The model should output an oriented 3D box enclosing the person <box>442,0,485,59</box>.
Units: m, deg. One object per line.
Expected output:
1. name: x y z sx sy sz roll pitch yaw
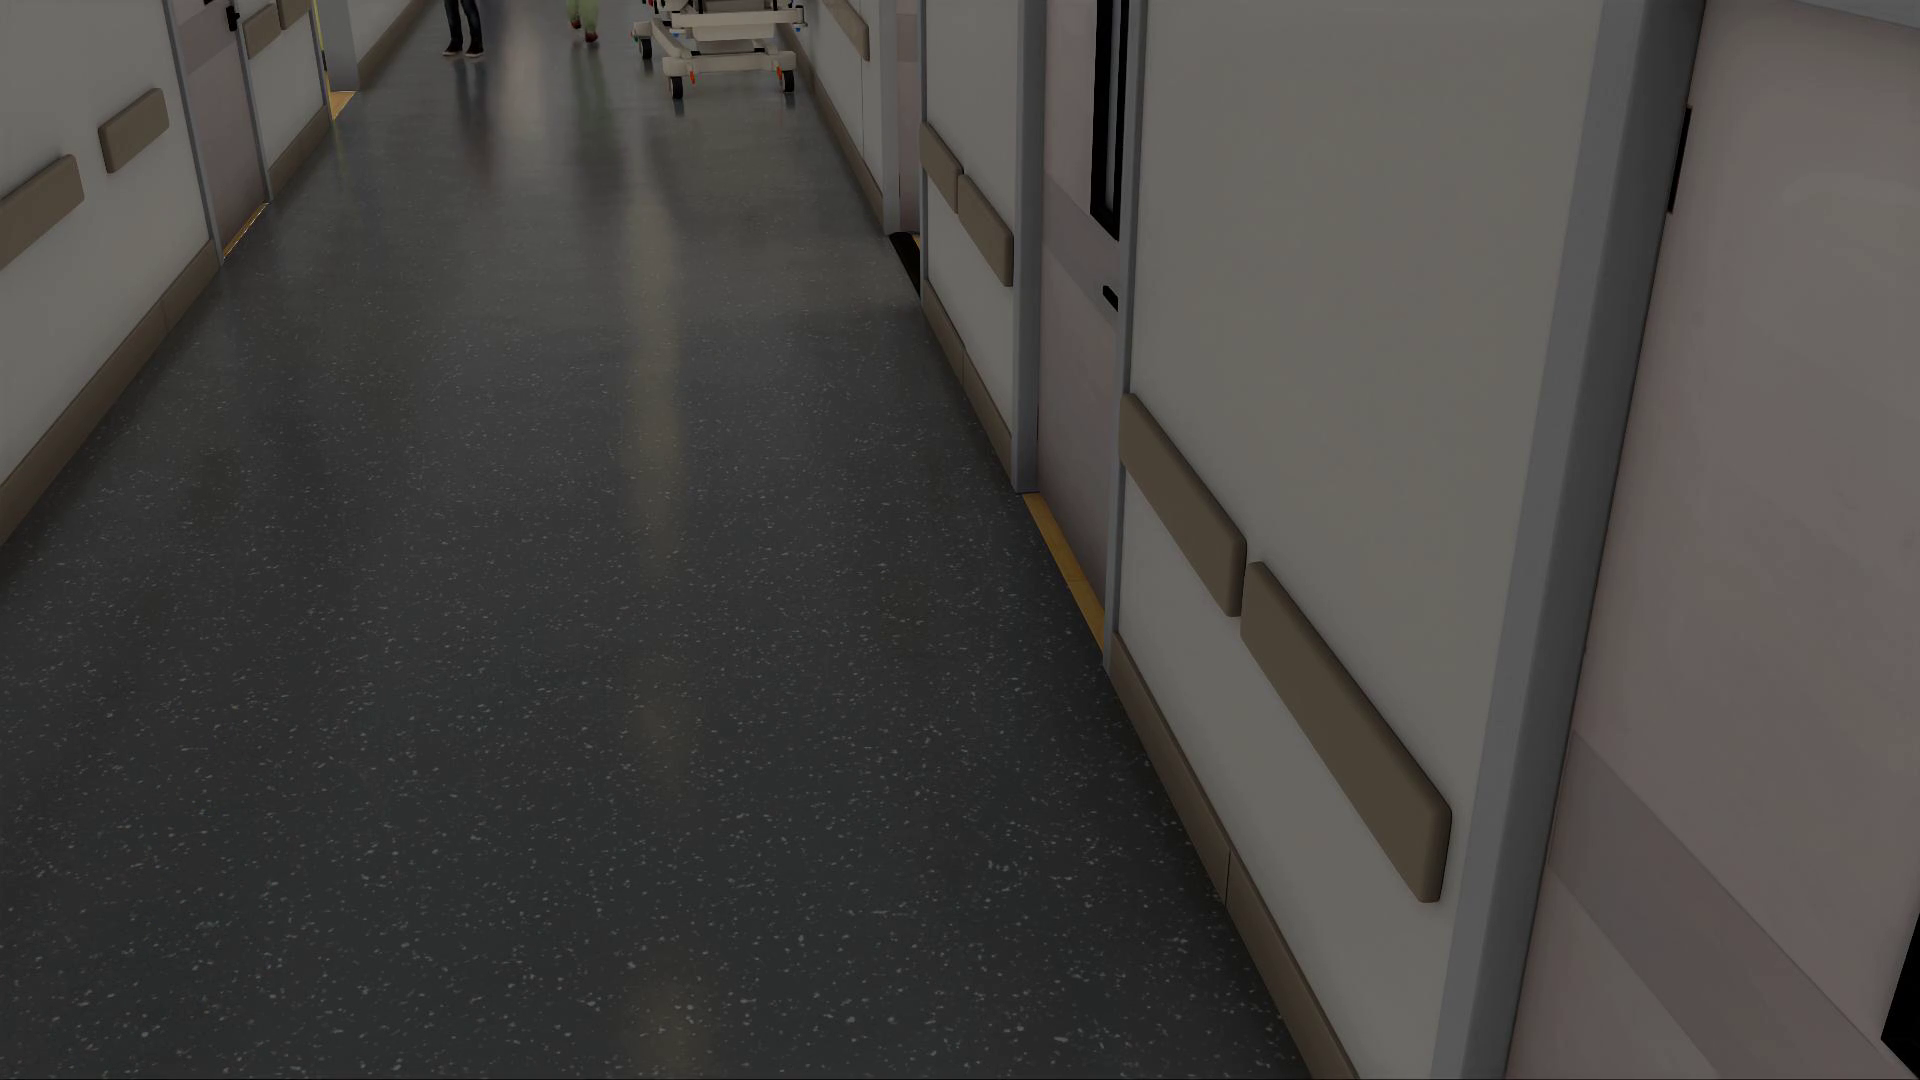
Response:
1. person: -4.264 -4.848 14.024 0.595 1.463 0.698 7 27 15
